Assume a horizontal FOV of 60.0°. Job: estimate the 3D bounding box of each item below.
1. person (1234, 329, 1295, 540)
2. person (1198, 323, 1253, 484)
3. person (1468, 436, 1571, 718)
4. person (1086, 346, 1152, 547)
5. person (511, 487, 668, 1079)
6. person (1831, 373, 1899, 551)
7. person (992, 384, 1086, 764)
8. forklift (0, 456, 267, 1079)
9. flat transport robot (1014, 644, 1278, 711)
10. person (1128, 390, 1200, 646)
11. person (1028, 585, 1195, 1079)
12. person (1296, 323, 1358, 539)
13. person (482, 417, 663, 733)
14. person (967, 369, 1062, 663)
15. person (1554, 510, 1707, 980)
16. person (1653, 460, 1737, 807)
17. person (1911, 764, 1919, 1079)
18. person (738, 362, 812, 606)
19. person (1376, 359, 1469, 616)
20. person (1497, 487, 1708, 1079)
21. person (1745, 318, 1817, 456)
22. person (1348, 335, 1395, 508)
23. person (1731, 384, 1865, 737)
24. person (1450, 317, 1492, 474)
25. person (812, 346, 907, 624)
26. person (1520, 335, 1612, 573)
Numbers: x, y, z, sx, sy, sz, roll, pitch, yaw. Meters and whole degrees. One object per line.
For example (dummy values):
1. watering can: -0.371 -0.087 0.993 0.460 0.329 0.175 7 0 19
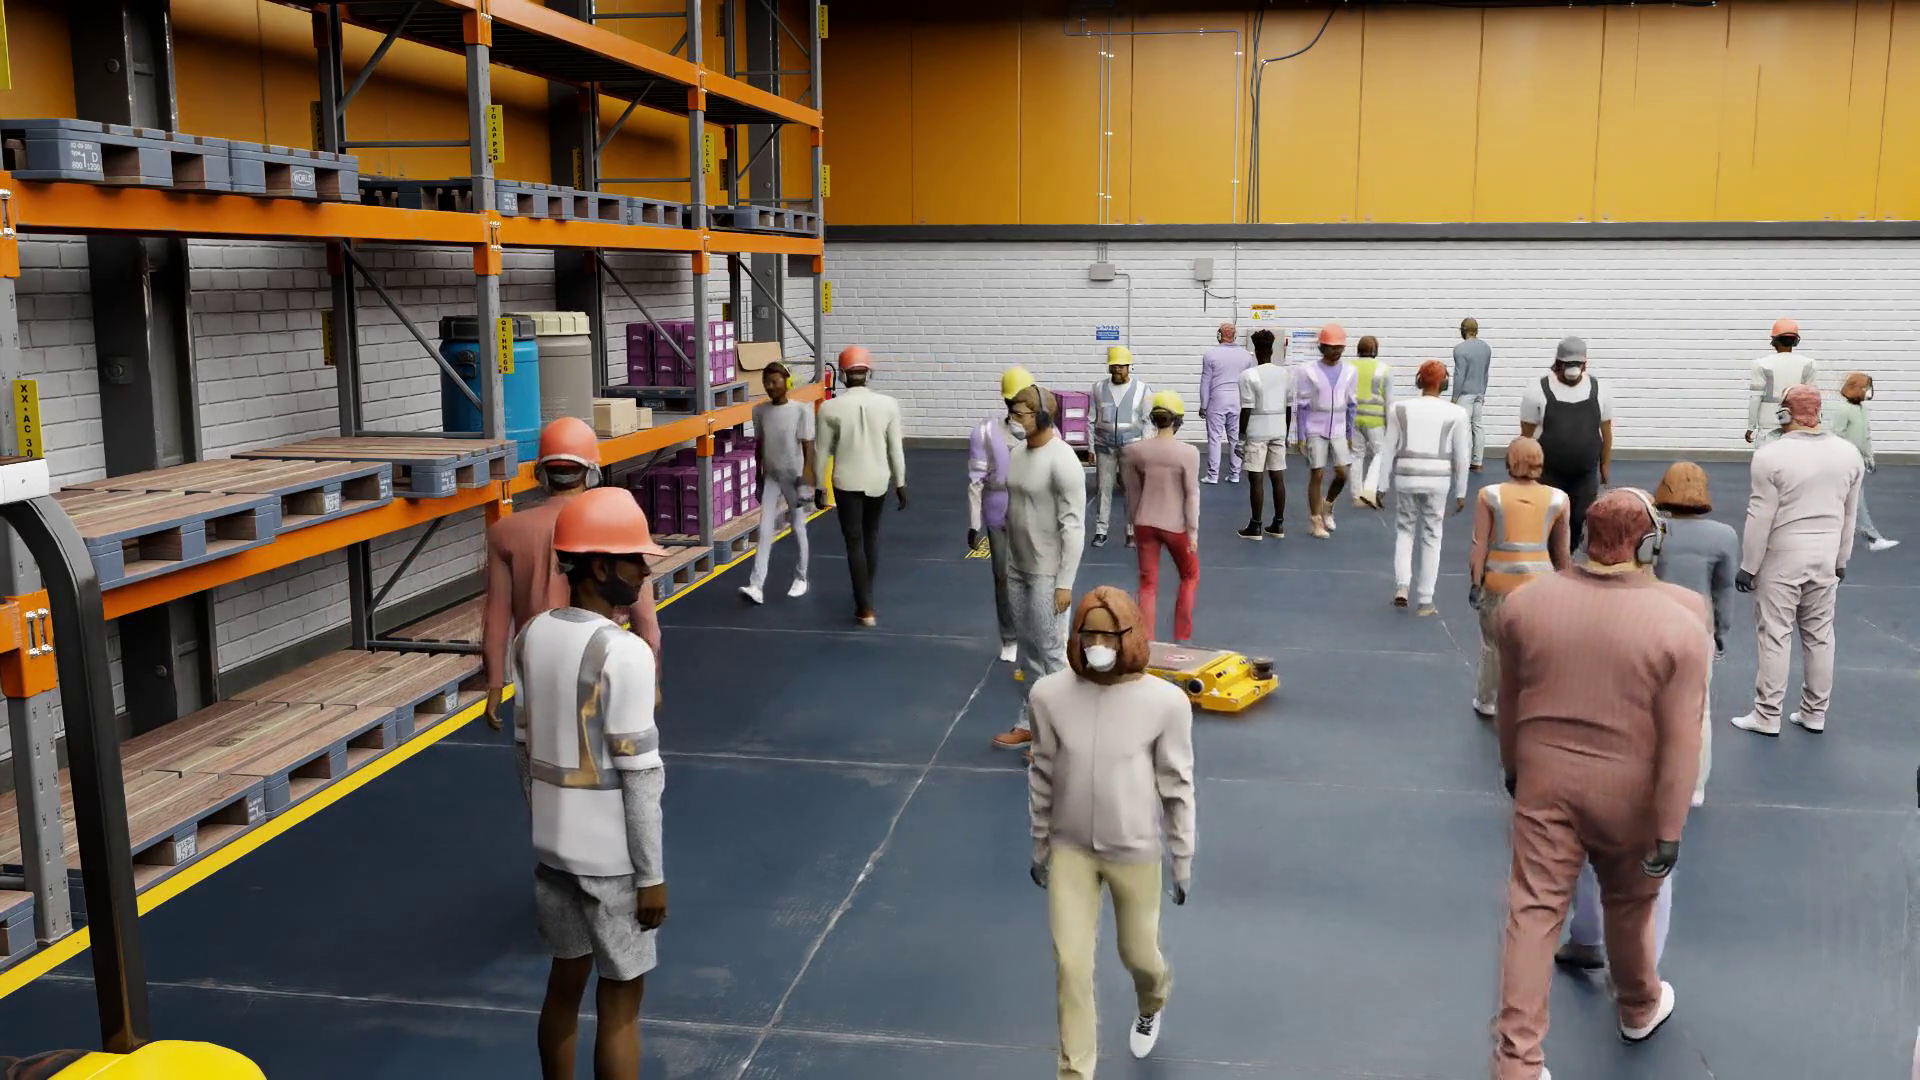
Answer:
1. person: 2.832 -0.979 15.524 0.609 1.963 0.369 -4 10 -25
2. person: 3.110 -1.603 19.586 0.646 1.900 0.403 -3 10 -17
3. person: 3.040 0.240 9.090 0.544 1.609 0.743 2 9 10
4. person: 1.436 -0.843 15.090 0.590 1.833 0.404 2 9 12
5. person: -0.972 0.819 4.525 0.547 1.934 0.376 8 12 41
6. person: 8.063 -0.703 14.951 0.519 1.579 0.842 -8 12 -39
7. person: 0.408 0.171 8.508 0.352 1.937 0.635 -4 10 -26
8. forklift: -2.328 0.975 2.765 2.313 2.155 1.214 1 9 9
9. flat transport robot: 1.105 0.771 9.936 1.431 0.197 0.652 5 11 30
10. person: 1.338 -0.085 10.673 0.545 1.739 0.599 6 11 34
11. person: 0.457 0.911 4.967 0.504 1.610 0.735 3 10 17
12. person: 3.426 -1.006 15.537 0.606 2.026 0.479 -1 9 -9
13. person: -1.464 0.499 6.450 0.653 1.942 1.022 1 9 5
14. person: 0.344 -0.113 10.401 0.598 1.891 0.873 0 9 3
15. person: 2.314 0.706 5.799 0.566 1.727 0.588 -1 9 -8
16. person: 3.342 0.443 7.771 0.506 1.632 0.267 1 9 5
17. person: 2.760 0.850 4.293 0.626 1.942 0.977 9 13 42
18. person: -1.371 -0.419 12.502 0.519 1.820 0.965 2 9 13
19. person: 3.372 -0.380 12.138 0.652 1.866 0.424 4 10 22
20. person: 1.957 0.757 5.147 0.658 1.853 1.004 7 12 38
21. person: 8.027 -1.145 16.309 0.615 2.041 0.378 1 9 7
22. person: 4.279 -1.243 17.529 0.645 1.835 0.434 7 12 38
23. person: 4.489 0.114 8.980 0.636 1.903 0.406 -2 9 -10
24. person: 6.282 -1.778 20.533 0.633 1.936 0.353 -7 11 -35
25. person: -0.770 -0.416 12.059 0.645 1.952 0.932 -4 10 -21
26. person: 4.795 -0.640 13.194 0.711 2.000 0.664 1 9 6
